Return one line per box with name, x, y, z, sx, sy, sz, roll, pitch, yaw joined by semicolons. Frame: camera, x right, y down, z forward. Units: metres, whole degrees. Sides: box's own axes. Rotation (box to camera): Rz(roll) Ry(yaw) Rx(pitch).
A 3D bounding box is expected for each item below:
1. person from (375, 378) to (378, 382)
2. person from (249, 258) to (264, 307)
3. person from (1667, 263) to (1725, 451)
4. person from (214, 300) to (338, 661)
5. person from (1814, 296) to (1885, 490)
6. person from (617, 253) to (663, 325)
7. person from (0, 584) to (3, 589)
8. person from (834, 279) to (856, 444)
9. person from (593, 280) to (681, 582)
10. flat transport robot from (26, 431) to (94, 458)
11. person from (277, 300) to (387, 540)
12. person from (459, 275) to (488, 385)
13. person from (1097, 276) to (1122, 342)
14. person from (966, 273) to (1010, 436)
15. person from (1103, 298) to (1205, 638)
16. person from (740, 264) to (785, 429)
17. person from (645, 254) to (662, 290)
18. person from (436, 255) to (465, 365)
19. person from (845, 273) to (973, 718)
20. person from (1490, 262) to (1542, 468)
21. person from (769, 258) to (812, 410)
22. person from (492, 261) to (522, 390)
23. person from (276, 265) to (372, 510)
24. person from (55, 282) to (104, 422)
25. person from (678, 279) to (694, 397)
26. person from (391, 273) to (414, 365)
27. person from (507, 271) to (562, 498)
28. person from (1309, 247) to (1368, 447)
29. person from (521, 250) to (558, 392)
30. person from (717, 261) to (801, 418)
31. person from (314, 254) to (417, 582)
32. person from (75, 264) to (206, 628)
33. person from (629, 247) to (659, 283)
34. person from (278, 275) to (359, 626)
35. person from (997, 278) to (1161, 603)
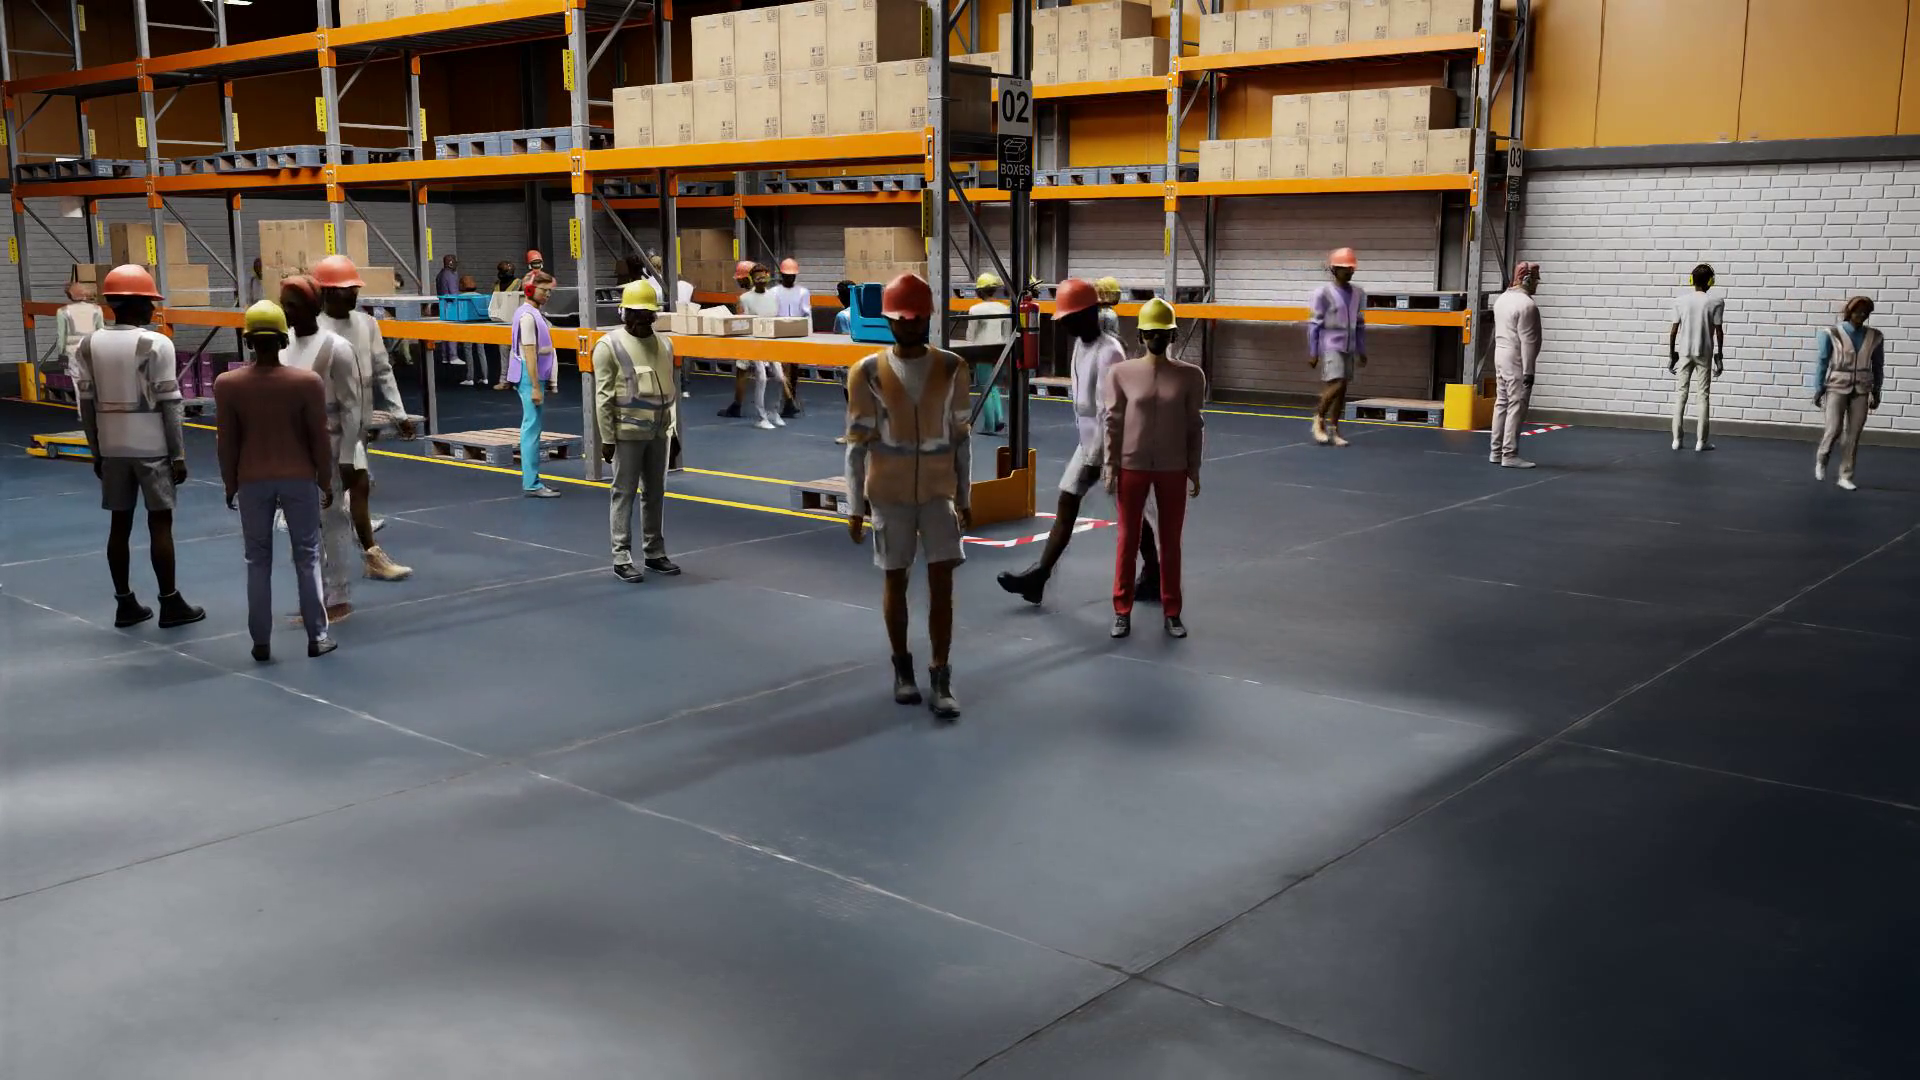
person;-8.985;-3.285;25.079;0.603;1.830;0.404;-6;12;-31
person;-11.315;-3.673;27.213;0.595;1.866;0.633;4;11;23
person;7.382;-1.829;16.685;0.526;1.869;0.315;8;13;37
person;-3.364;-0.285;8.202;0.534;1.765;0.331;-2;10;-13
person;7.461;-1.235;13.974;0.540;1.624;0.388;1;10;6
person;-3.657;-2.271;18.928;0.614;1.962;0.366;-5;11;-26
person;-5.931;-0.514;9.846;0.310;1.642;0.514;-7;12;-33
person;-1.127;-1.834;17.193;0.322;1.699;0.536;4;11;22
person;-1.945;-0.666;10.171;0.404;1.828;0.600;8;13;38
flat transport robot;-8.259;-0.917;16.039;1.431;0.197;0.652;5;11;28
person;-4.430;-0.895;11.578;1.046;1.796;0.572;3;10;17
person;-7.258;-3.110;24.682;0.288;1.626;0.497;8;13;37
person;1.443;-1.740;16.540;0.322;1.743;0.492;-4;11;-23
person;0.293;-2.000;18.005;0.525;1.753;0.378;-8;13;-39
person;1.006;-0.365;8.645;0.525;1.769;0.309;0;10;1
person;-2.183;-2.159;18.623;0.532;1.847;0.378;-7;12;-33
person;-3.910;-2.714;21.522;0.371;1.940;0.627;6;11;30
person;-8.851;-4.005;28.970;0.400;1.907;0.644;-8;13;-38
person;-0.202;-0.178;7.148;0.576;1.906;0.787;-2;10;-9
person;5.166;-1.611;15.380;0.400;1.895;0.652;-1;10;-6
person;-2.152;-2.607;21.045;0.556;1.901;0.898;-2;10;-12
person;-6.419;-3.047;23.710;0.624;1.841;0.430;4;11;24
person;-5.085;-1.205;13.088;0.640;1.898;1.012;5;11;26
person;-10.170;-2.169;19.275;0.543;1.625;0.373;-9;14;-42
person;-3.952;-2.915;22.877;0.604;1.863;1.009;-5;11;-27
person;-9.782;-3.828;28.864;0.517;1.590;0.854;-8;13;-39
person;-3.484;-1.262;13.547;0.396;1.837;0.564;-2;10;-12
person;3.864;-1.943;16.896;0.607;2.028;0.431;-6;11;-29
person;-5.868;-3.026;23.157;0.392;1.988;0.609;7;12;33
person;-2.376;-2.368;19.748;1.014;1.887;0.578;3;10;16
person;-3.838;-0.755;10.256;1.063;1.998;0.609;5;11;24
person;-4.383;-0.491;8.880;0.547;1.934;0.376;1;10;8
person;-4.636;-3.413;25.216;0.538;2.000;0.684;6;12;32
person;-3.496;-0.483;8.978;0.584;1.882;0.340;5;11;25
person;0.733;-0.535;9.359;1.049;1.842;0.610;-4;11;-21
